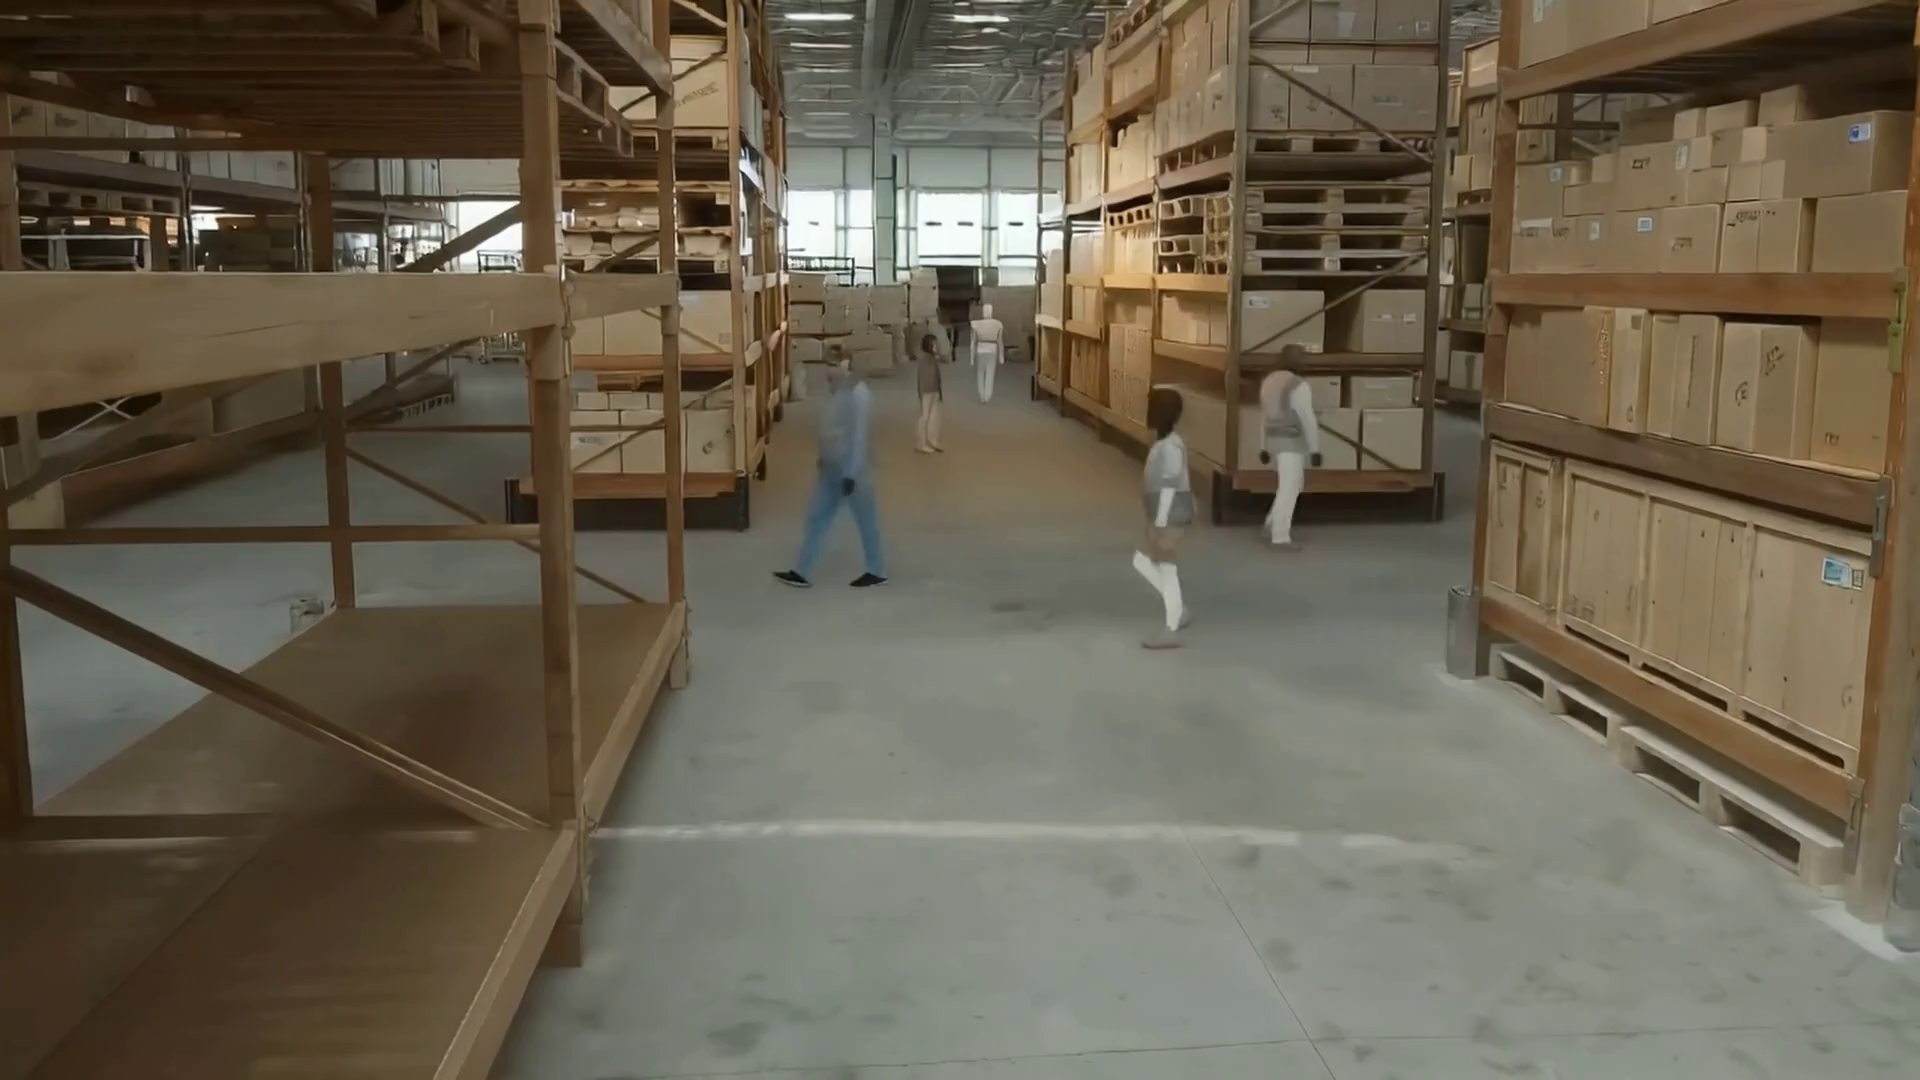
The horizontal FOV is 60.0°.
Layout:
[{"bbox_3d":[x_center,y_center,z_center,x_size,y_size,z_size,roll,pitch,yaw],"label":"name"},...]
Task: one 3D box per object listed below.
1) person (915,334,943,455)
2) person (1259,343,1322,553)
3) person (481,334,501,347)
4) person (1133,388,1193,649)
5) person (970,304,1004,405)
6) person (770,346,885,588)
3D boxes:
[{"bbox_3d":[-0.424,-1.952,22.332,0.290,1.623,0.501,5,11,30],"label":"person"},{"bbox_3d":[2.858,-0.792,14.433,0.455,1.828,0.625,-3,9,-17],"label":"person"},{"bbox_3d":[-15.889,-7.435,56.007,0.619,1.858,0.975,3,10,20],"label":"person"},{"bbox_3d":[1.298,-0.130,10.661,0.370,1.683,0.554,0,9,-1],"label":"person"},{"bbox_3d":[0.515,-3.454,30.993,0.620,1.860,1.015,1,9,3],"label":"person"},{"bbox_3d":[-0.967,-0.528,12.608,0.951,1.860,0.678,-6,11,-34],"label":"person"}]
